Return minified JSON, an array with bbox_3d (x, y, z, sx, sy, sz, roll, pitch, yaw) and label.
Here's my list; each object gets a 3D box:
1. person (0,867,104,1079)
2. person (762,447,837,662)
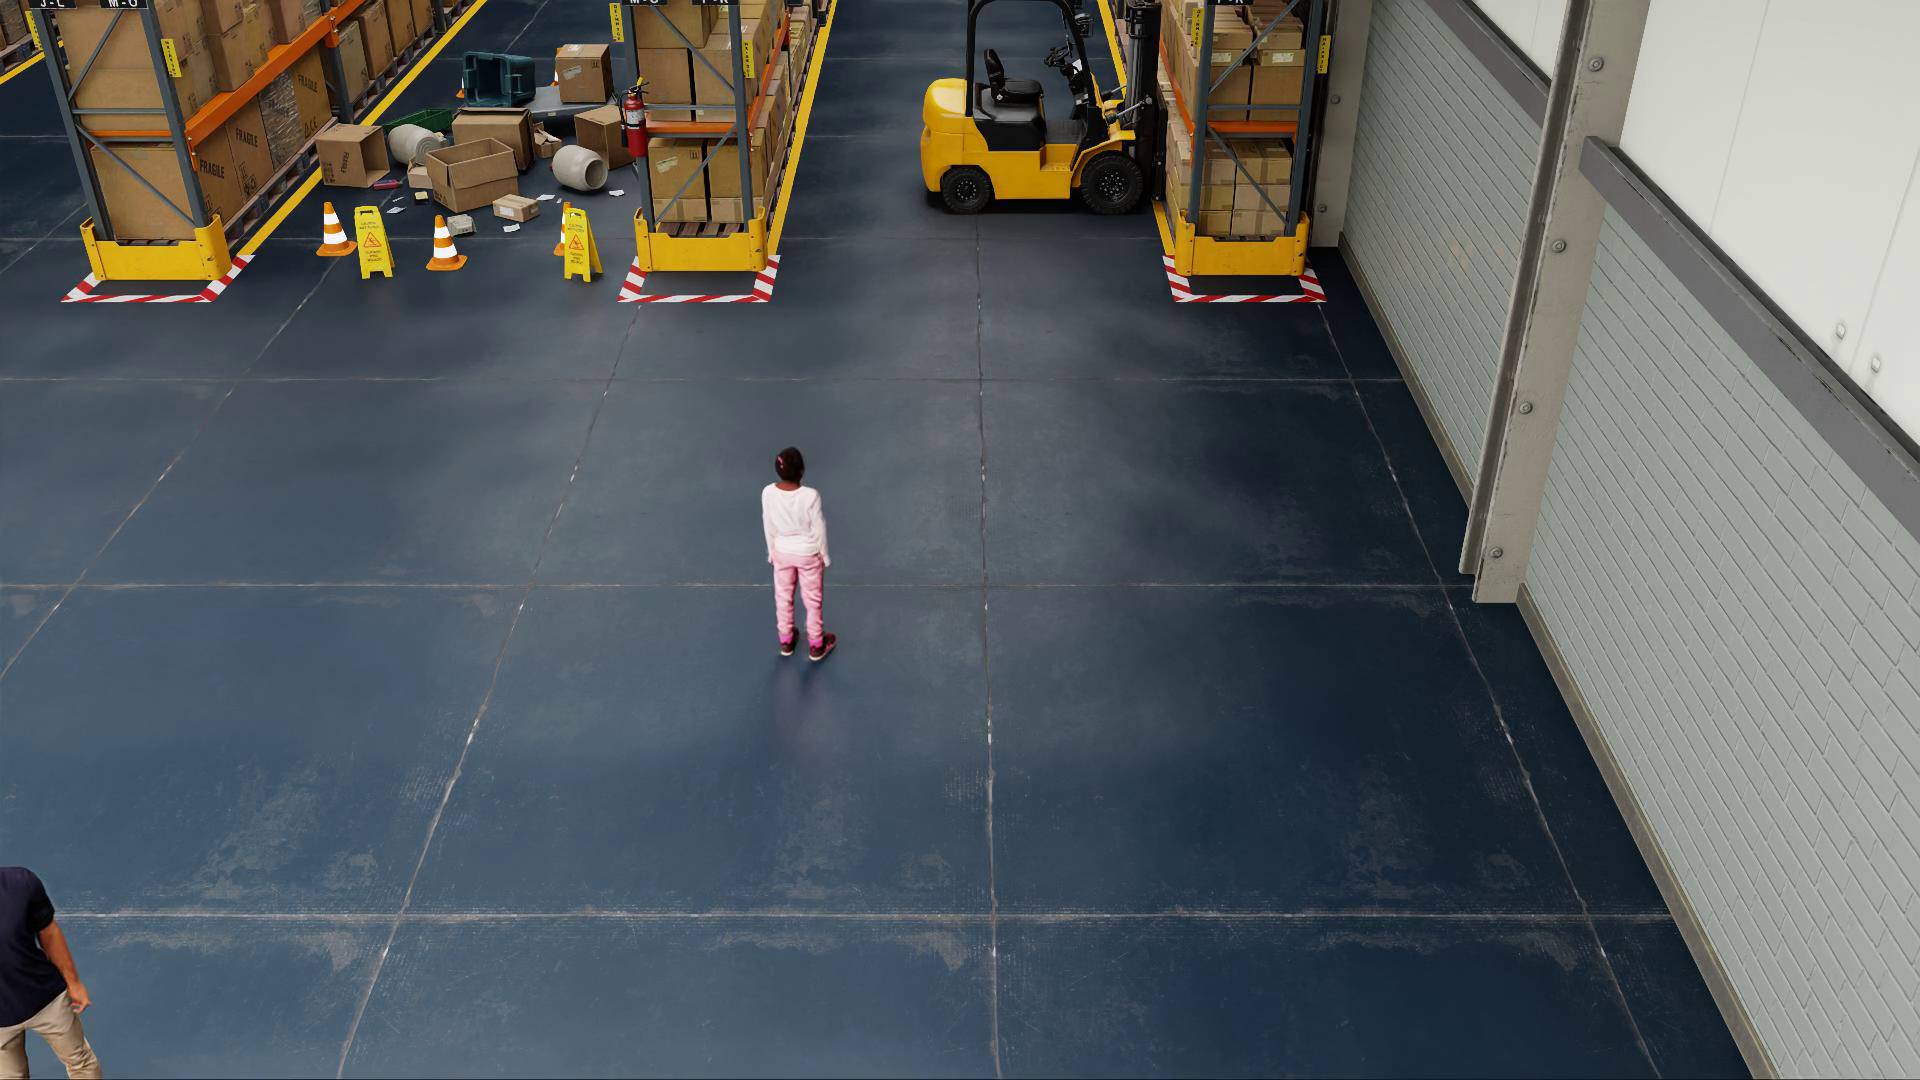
[{"bbox_3d":[-3.816,1.855,6.723,0.713,1.859,0.720,-20,37,-28],"label":"person"},{"bbox_3d":[-0.975,0.068,9.945,0.593,1.443,0.569,8,33,13],"label":"person"}]
